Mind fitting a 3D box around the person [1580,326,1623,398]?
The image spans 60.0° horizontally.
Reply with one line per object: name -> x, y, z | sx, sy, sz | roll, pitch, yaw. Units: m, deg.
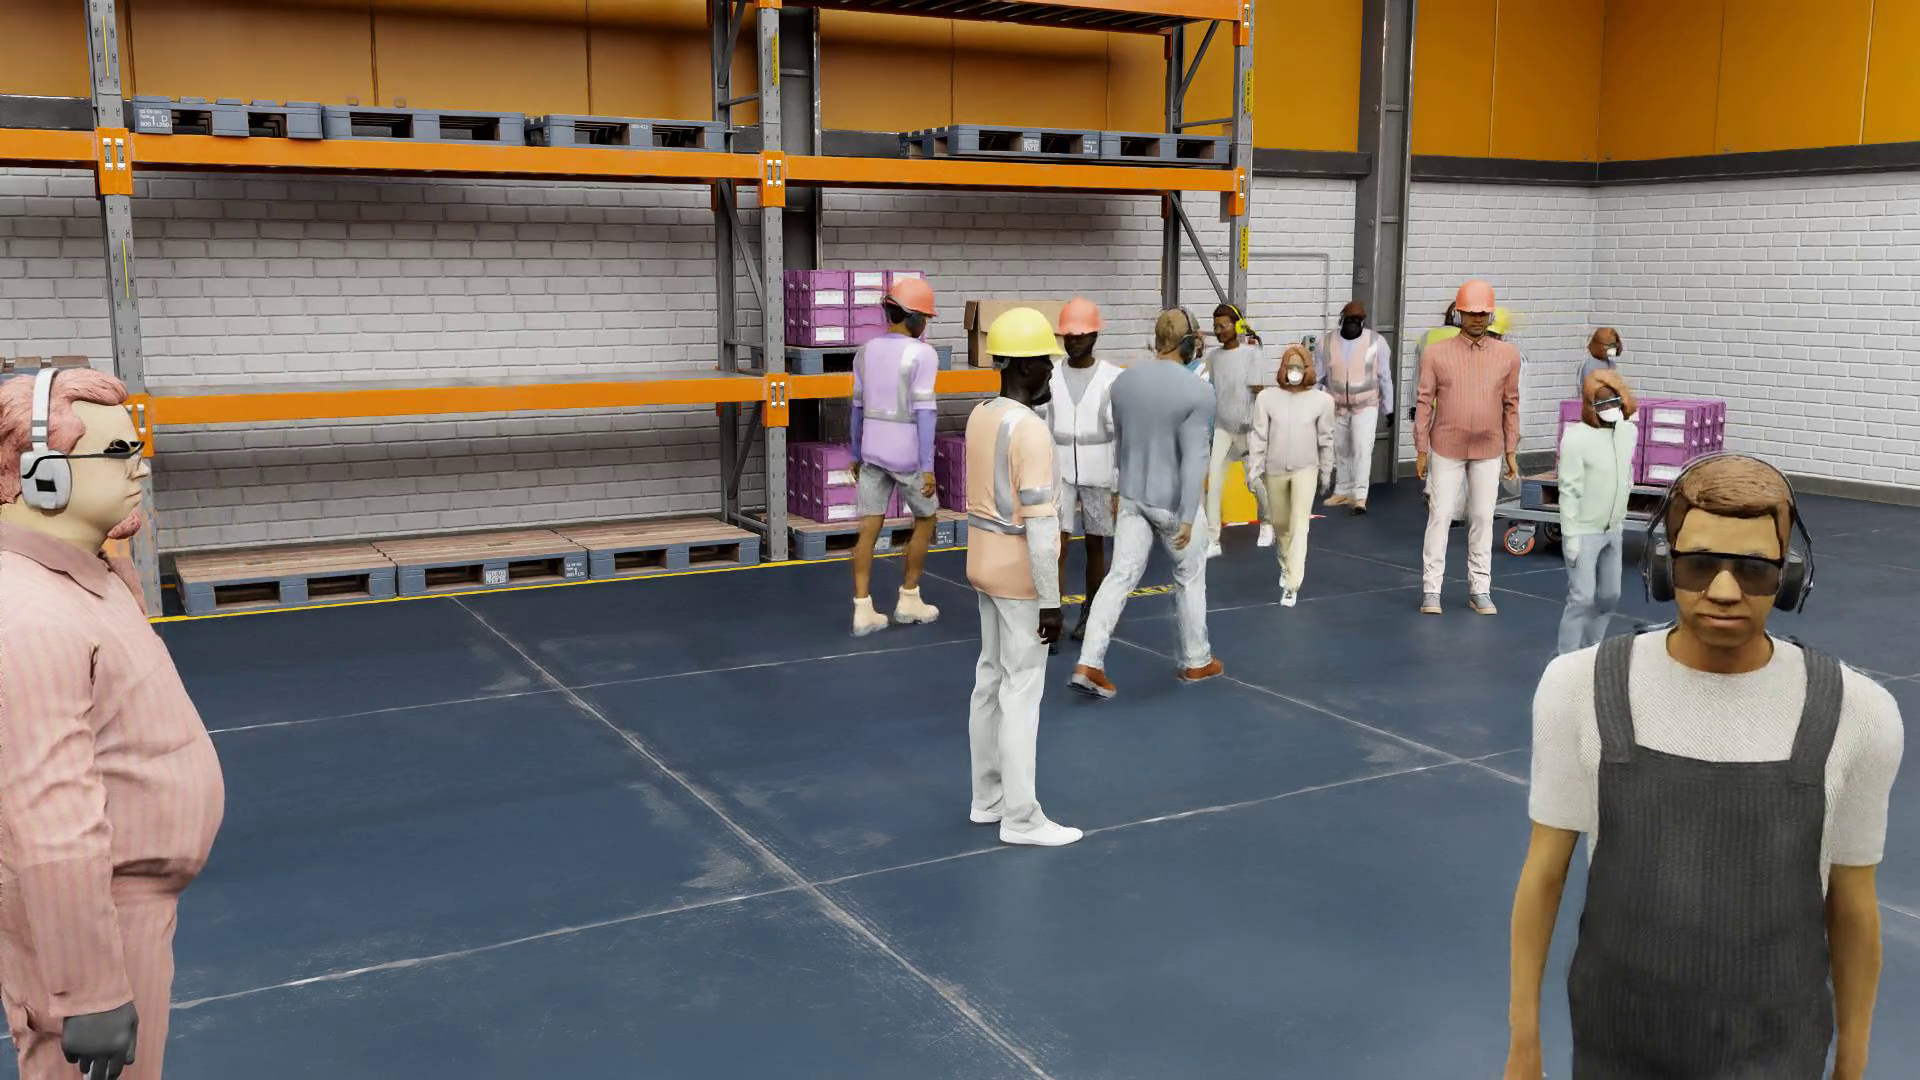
person -> 5.185, -0.967, 13.727 | 0.511, 1.602, 0.724 | -8, 12, -41

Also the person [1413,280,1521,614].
person -> 3.024, -0.542, 9.924 | 0.623, 1.991, 0.390 | 1, 9, 4

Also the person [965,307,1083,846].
person -> 0.209, 0.135, 5.992 | 0.359, 1.930, 0.587 | -4, 10, -23

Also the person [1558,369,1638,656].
person -> 3.061, -0.026, 7.984 | 0.606, 1.596, 0.414 | -6, 11, -31

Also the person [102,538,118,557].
person -> -2.945, 0.370, 5.344 | 0.659, 1.677, 0.547 | -8, 13, -42

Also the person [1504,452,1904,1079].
person -> 1.147, 0.750, 2.622 | 0.522, 1.820, 0.855 | 4, 10, 25

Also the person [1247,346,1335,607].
person -> 2.090, -0.430, 10.466 | 0.505, 1.596, 0.854 | 3, 10, 20

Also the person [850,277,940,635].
person -> -0.351, -0.478, 9.481 | 0.768, 2.002, 0.775 | 7, 12, 38

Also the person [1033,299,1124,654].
person -> 0.611, -0.326, 8.898 | 0.579, 1.893, 0.946 | 3, 10, 15

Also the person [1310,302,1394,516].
person -> 3.291, -1.114, 14.063 | 0.697, 1.780, 0.922 | 4, 10, 24

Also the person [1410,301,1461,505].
person -> 4.238, -1.195, 14.570 | 0.833, 1.796, 0.639 | -7, 12, -38

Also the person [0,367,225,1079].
person -> -1.478, 0.658, 2.872 | 0.408, 1.906, 0.653 | -5, 10, -27

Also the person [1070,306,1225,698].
person -> 0.924, -0.177, 8.046 | 0.654, 1.896, 1.002 | 8, 12, 41

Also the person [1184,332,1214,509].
person -> 1.673, -0.757, 12.352 | 0.546, 1.623, 0.373 | 7, 12, 37

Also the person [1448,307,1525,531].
person -> 4.188, -0.942, 13.045 | 0.881, 1.781, 0.616 | -4, 10, -21

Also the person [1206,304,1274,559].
person -> 2.026, -0.804, 12.073 | 0.516, 1.822, 0.970 | 7, 12, 36
